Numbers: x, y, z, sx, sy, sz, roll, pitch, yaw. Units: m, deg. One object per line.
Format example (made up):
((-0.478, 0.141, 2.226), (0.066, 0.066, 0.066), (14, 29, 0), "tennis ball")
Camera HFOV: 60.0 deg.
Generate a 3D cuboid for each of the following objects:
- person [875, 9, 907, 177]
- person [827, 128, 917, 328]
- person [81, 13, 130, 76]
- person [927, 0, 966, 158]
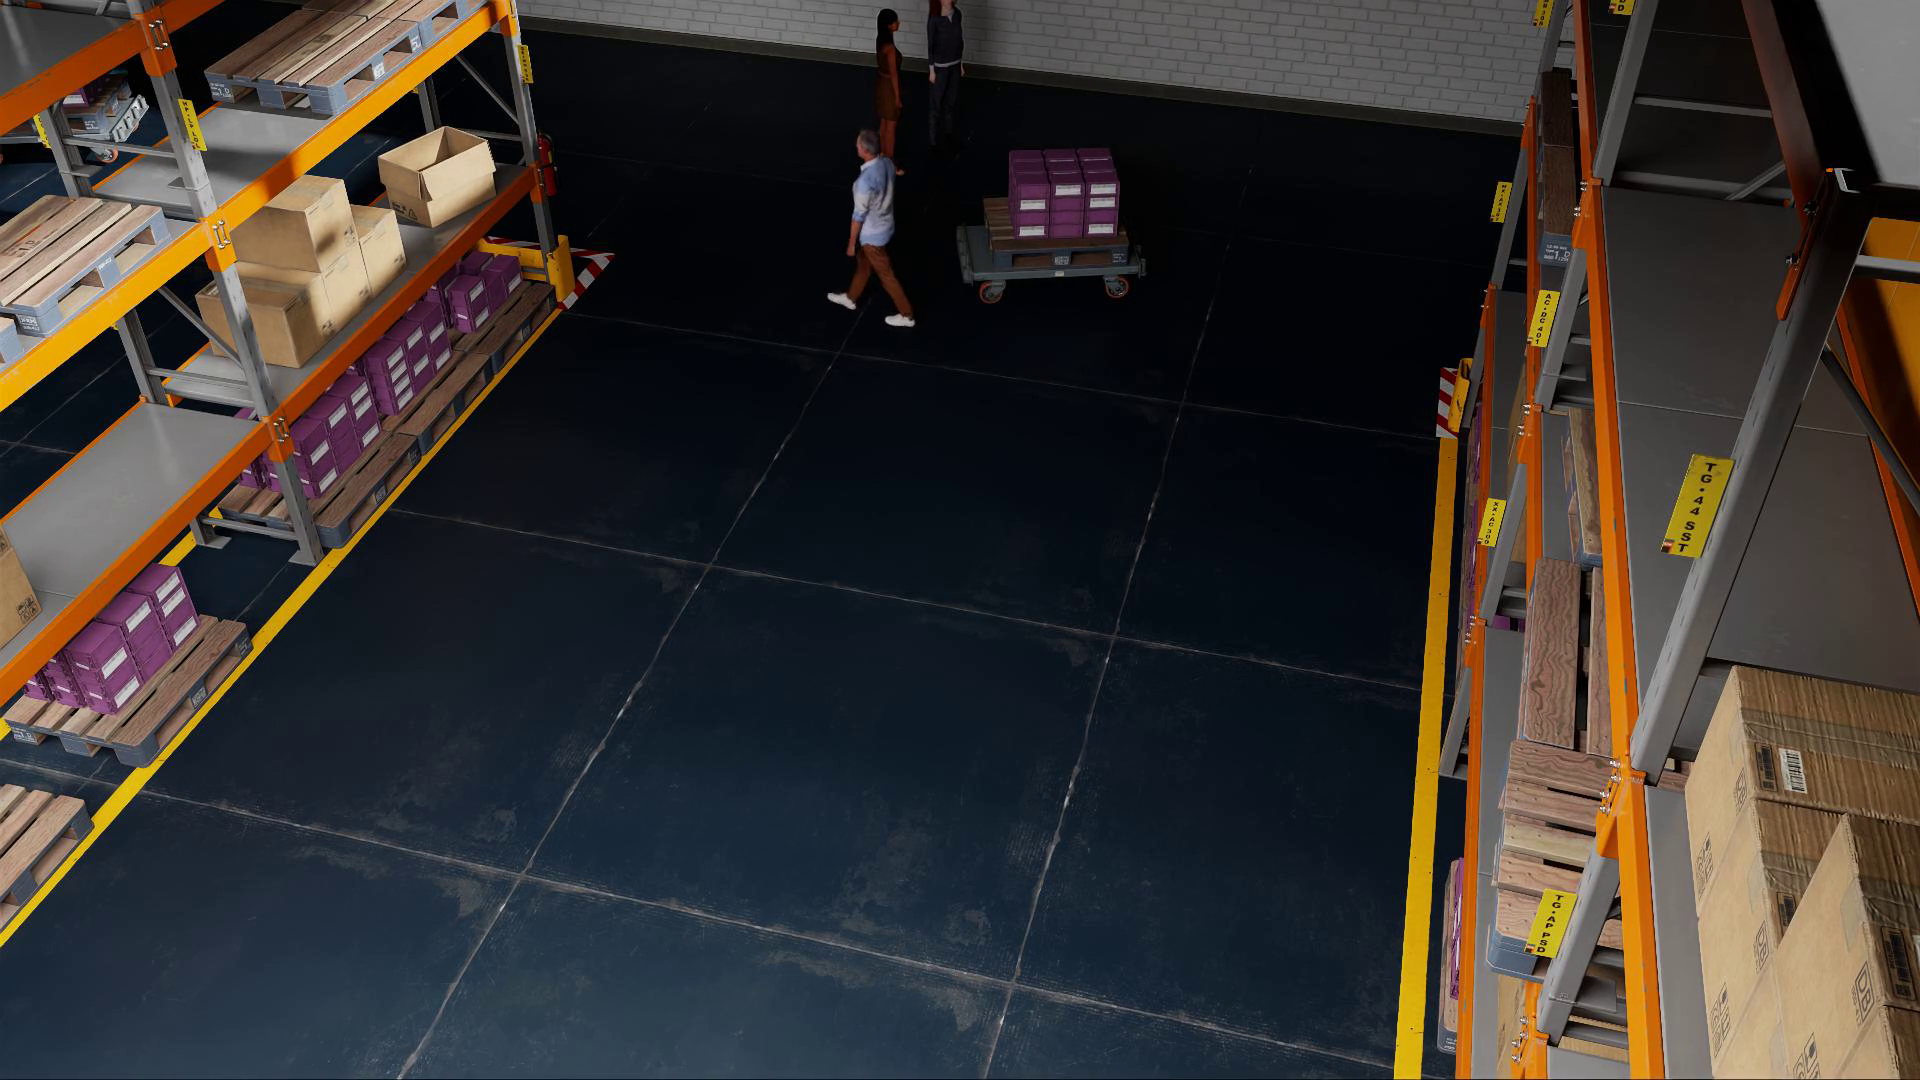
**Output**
((-0.705, -4.482, 16.632), (0.705, 1.689, 0.606), (-11, 40, -13), "person")
((-0.650, -2.614, 14.219), (0.846, 1.782, 1.097), (13, 41, 16), "person")
((-9.741, -6.022, 18.534), (0.657, 1.722, 0.681), (30, 48, 32), "person")
((-0.157, -4.820, 16.981), (0.627, 1.781, 0.715), (-26, 45, -29), "person")
